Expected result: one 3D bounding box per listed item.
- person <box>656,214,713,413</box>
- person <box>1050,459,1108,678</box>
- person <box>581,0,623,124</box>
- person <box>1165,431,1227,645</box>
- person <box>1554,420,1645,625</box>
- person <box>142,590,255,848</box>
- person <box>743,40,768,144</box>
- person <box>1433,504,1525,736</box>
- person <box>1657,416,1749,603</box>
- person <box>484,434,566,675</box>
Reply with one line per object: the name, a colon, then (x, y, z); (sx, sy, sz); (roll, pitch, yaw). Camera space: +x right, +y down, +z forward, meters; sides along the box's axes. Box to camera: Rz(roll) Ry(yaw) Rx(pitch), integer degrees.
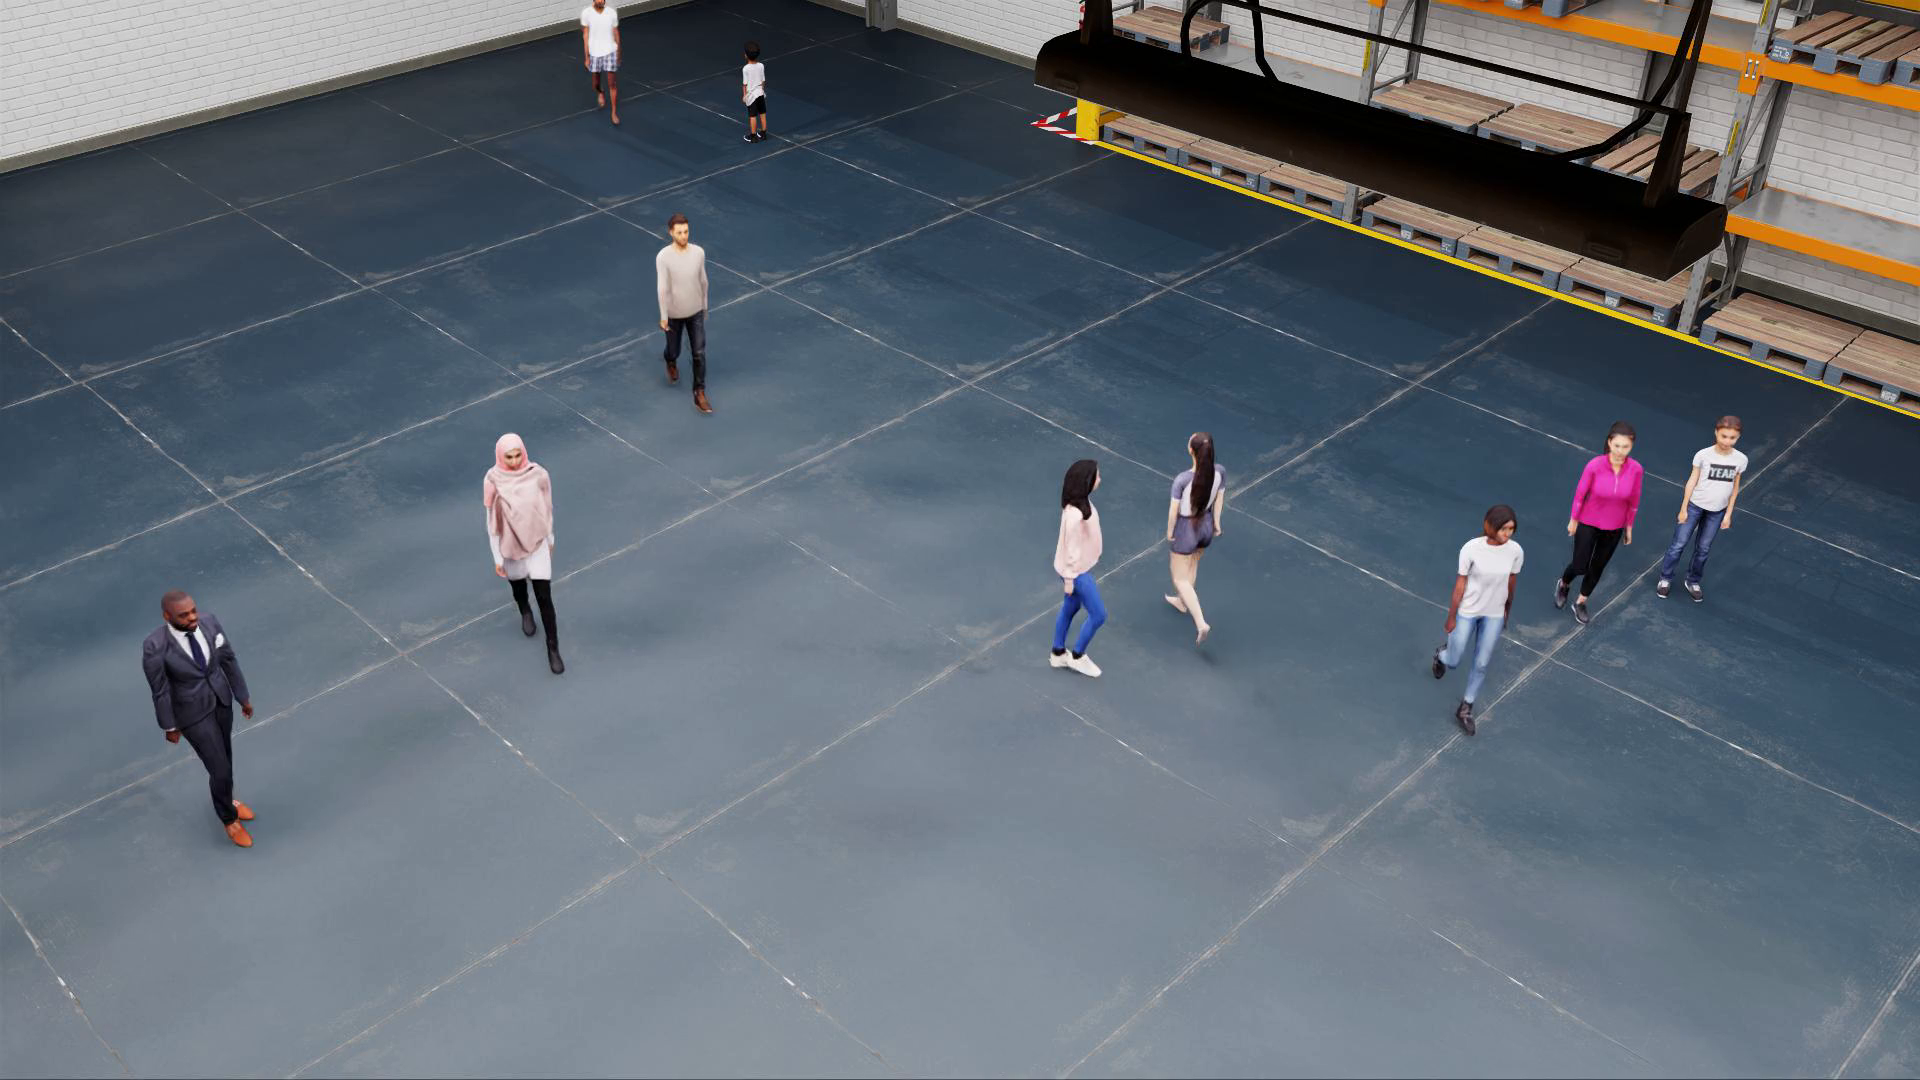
person: (-2.527, -2.084, 15.023); (0.853, 1.850, 1.124); (-17, 37, -24)
person: (0.729, 0.201, 11.669); (0.824, 1.756, 0.789); (5, 34, 8)
person: (-4.622, -6.302, 21.492); (0.903, 1.713, 1.017); (-8, 34, -11)
person: (1.734, -0.011, 12.106); (0.804, 1.625, 1.038); (-14, 36, -20)
person: (4.709, -0.167, 12.284); (0.736, 1.688, 0.796); (0, 34, -1)
person: (-4.775, 1.031, 10.374); (0.851, 1.808, 0.805); (16, 37, 22)
person: (-2.583, -5.636, 20.898); (0.497, 1.261, 0.500); (-26, 42, -33)
person: (3.490, 0.475, 11.298); (0.922, 1.711, 0.990); (-1, 34, -2)
person: (5.620, -0.256, 12.532); (0.595, 1.562, 0.682); (7, 34, 10)
person: (-3.157, 0.035, 11.905); (0.931, 1.771, 1.151); (-11, 35, -16)
